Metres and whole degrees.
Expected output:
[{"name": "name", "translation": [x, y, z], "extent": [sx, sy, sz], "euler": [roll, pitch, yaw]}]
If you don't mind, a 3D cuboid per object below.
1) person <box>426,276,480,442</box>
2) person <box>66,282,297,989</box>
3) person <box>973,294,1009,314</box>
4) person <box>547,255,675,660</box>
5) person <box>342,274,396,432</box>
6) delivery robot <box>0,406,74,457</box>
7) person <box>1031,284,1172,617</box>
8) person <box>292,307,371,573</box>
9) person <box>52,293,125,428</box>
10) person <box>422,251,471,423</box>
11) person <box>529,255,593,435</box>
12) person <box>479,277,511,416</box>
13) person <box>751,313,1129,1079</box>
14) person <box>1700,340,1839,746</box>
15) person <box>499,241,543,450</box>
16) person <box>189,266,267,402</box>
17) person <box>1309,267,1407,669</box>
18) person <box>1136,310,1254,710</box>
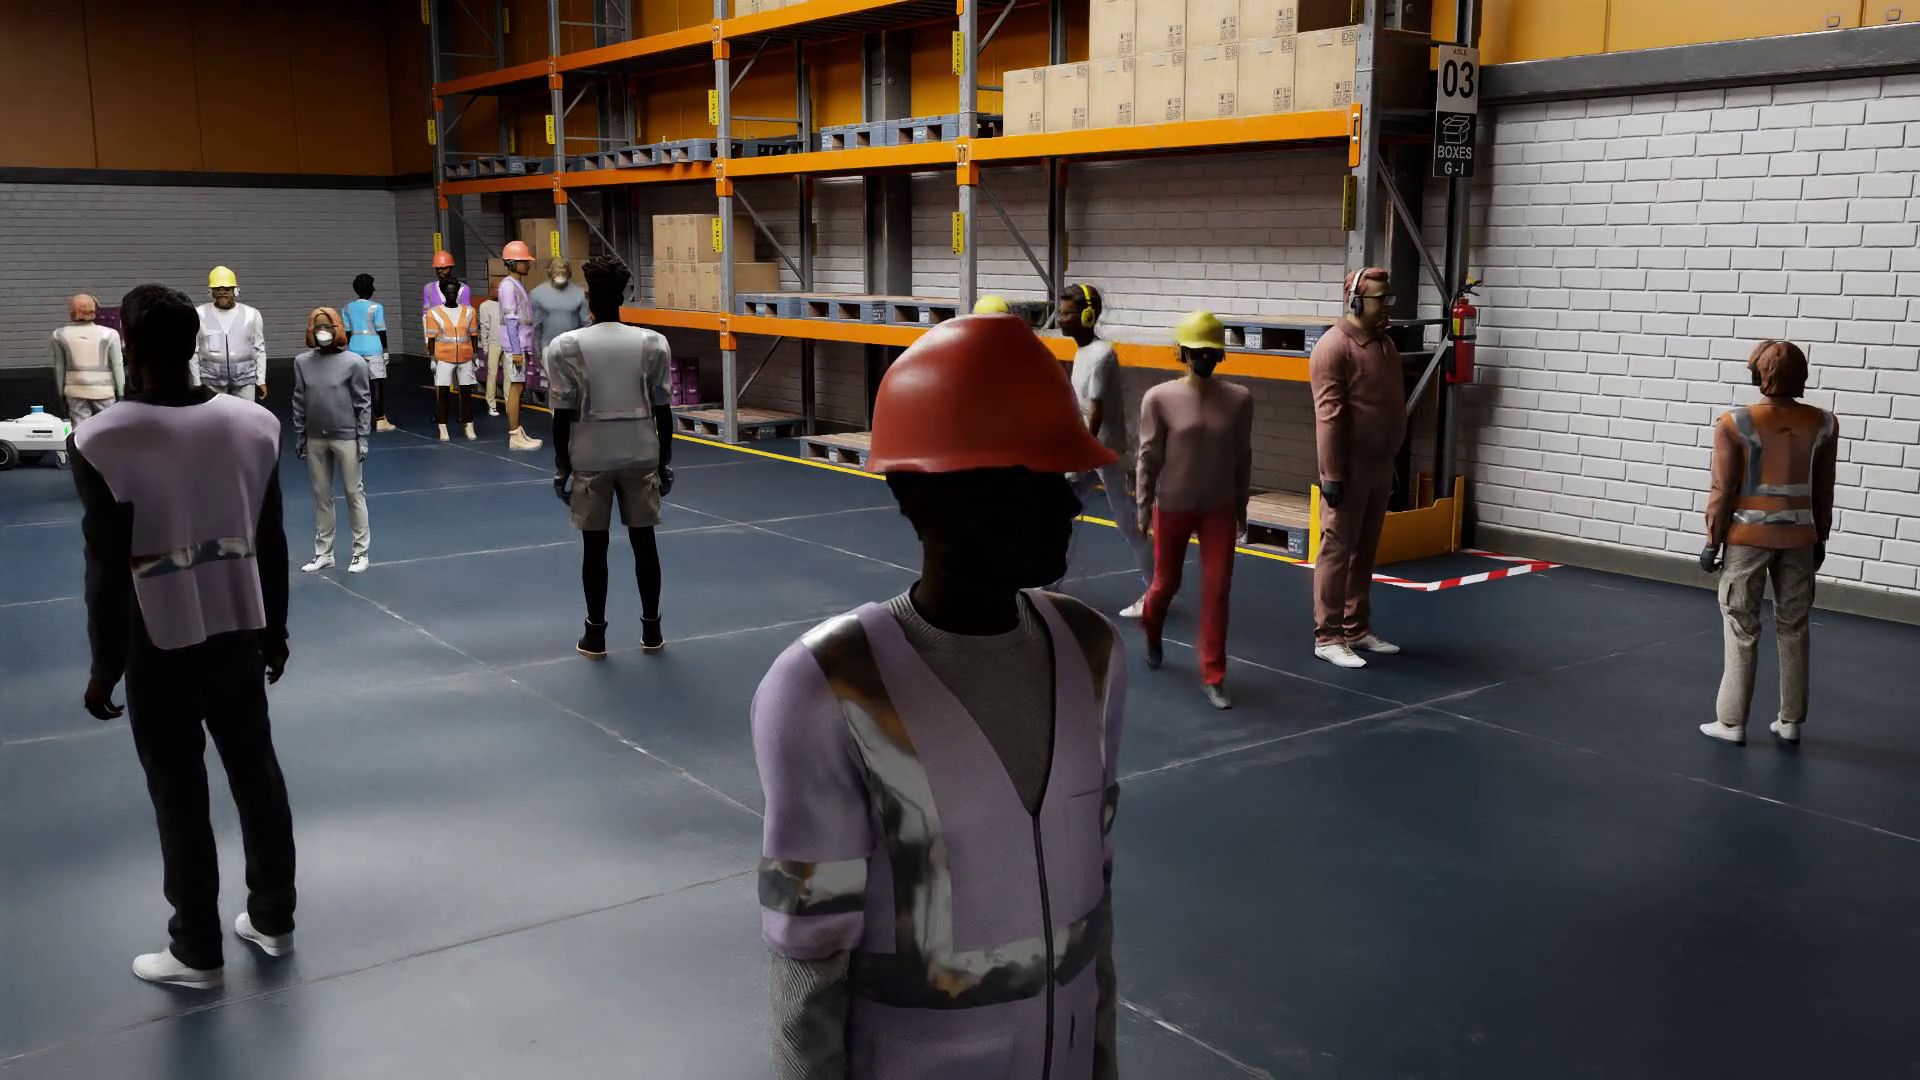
[{"name": "person", "translation": [-5.185, -1.846, 17.028], "extent": [0.536, 1.690, 0.322], "euler": [-6, 12, -31]}, {"name": "person", "translation": [-2.086, 0.266, 4.542], "extent": [0.372, 1.916, 0.596], "euler": [6, 12, 31]}, {"name": "person", "translation": [0.272, -0.517, 9.429], "extent": [0.554, 1.739, 0.636], "euler": [-9, 14, -42]}, {"name": "person", "translation": [-1.690, -0.395, 8.112], "extent": [0.607, 1.966, 0.367], "euler": [-4, 11, -21]}, {"name": "person", "translation": [-6.364, -2.005, 17.880], "extent": [0.531, 1.698, 0.320], "euler": [3, 11, 18]}, {"name": "delivery robot", "translation": [-8.304, -0.966, 15.001], "extent": [0.707, 0.478, 0.477], "euler": [0, 10, 0]}, {"name": "person", "translation": [0.705, -0.452, 8.874], "extent": [1.005, 1.809, 0.483], "euler": [-3, 10, -15]}, {"name": "person", "translation": [-3.864, -0.610, 10.238], "extent": [0.501, 1.636, 0.278], "euler": [2, 10, 8]}, {"name": "person", "translation": [-6.942, -1.149, 13.289], "extent": [0.525, 1.625, 0.369], "euler": [-3, 11, -17]}, {"name": "person", "translation": [-5.785, -2.284, 18.773], "extent": [0.545, 1.938, 0.355], "euler": [0, 10, -2]}, {"name": "person", "translation": [-4.052, -1.939, 16.944], "extent": [0.636, 1.911, 0.567], "euler": [-3, 10, -15]}, {"name": "person", "translation": [-5.418, -2.275, 19.599], "extent": [0.284, 1.626, 0.492], "euler": [10, 14, 43]}, {"name": "person", "translation": [0.016, 0.696, 2.067], "extent": [0.545, 1.942, 0.352], "euler": [-9, 13, -41]}, {"name": "person", "translation": [3.249, 0.020, 6.702], "extent": [0.523, 1.638, 0.310], "euler": [-1, 10, -3]}, {"name": "person", "translation": [-4.318, -1.901, 16.333], "extent": [0.378, 2.044, 0.608], "euler": [-2, 10, -9]}, {"name": "person", "translation": [-6.034, -1.332, 13.727], "extent": [0.586, 1.835, 0.404], "euler": [-5, 11, -24]}, {"name": "person", "translation": [1.942, -0.351, 8.033], "extent": [0.408, 1.909, 0.642], "euler": [8, 13, 40]}, {"name": "person", "translation": [1.037, -0.168, 7.489], "extent": [0.532, 1.744, 0.777], "euler": [-1, 10, -8]}]
